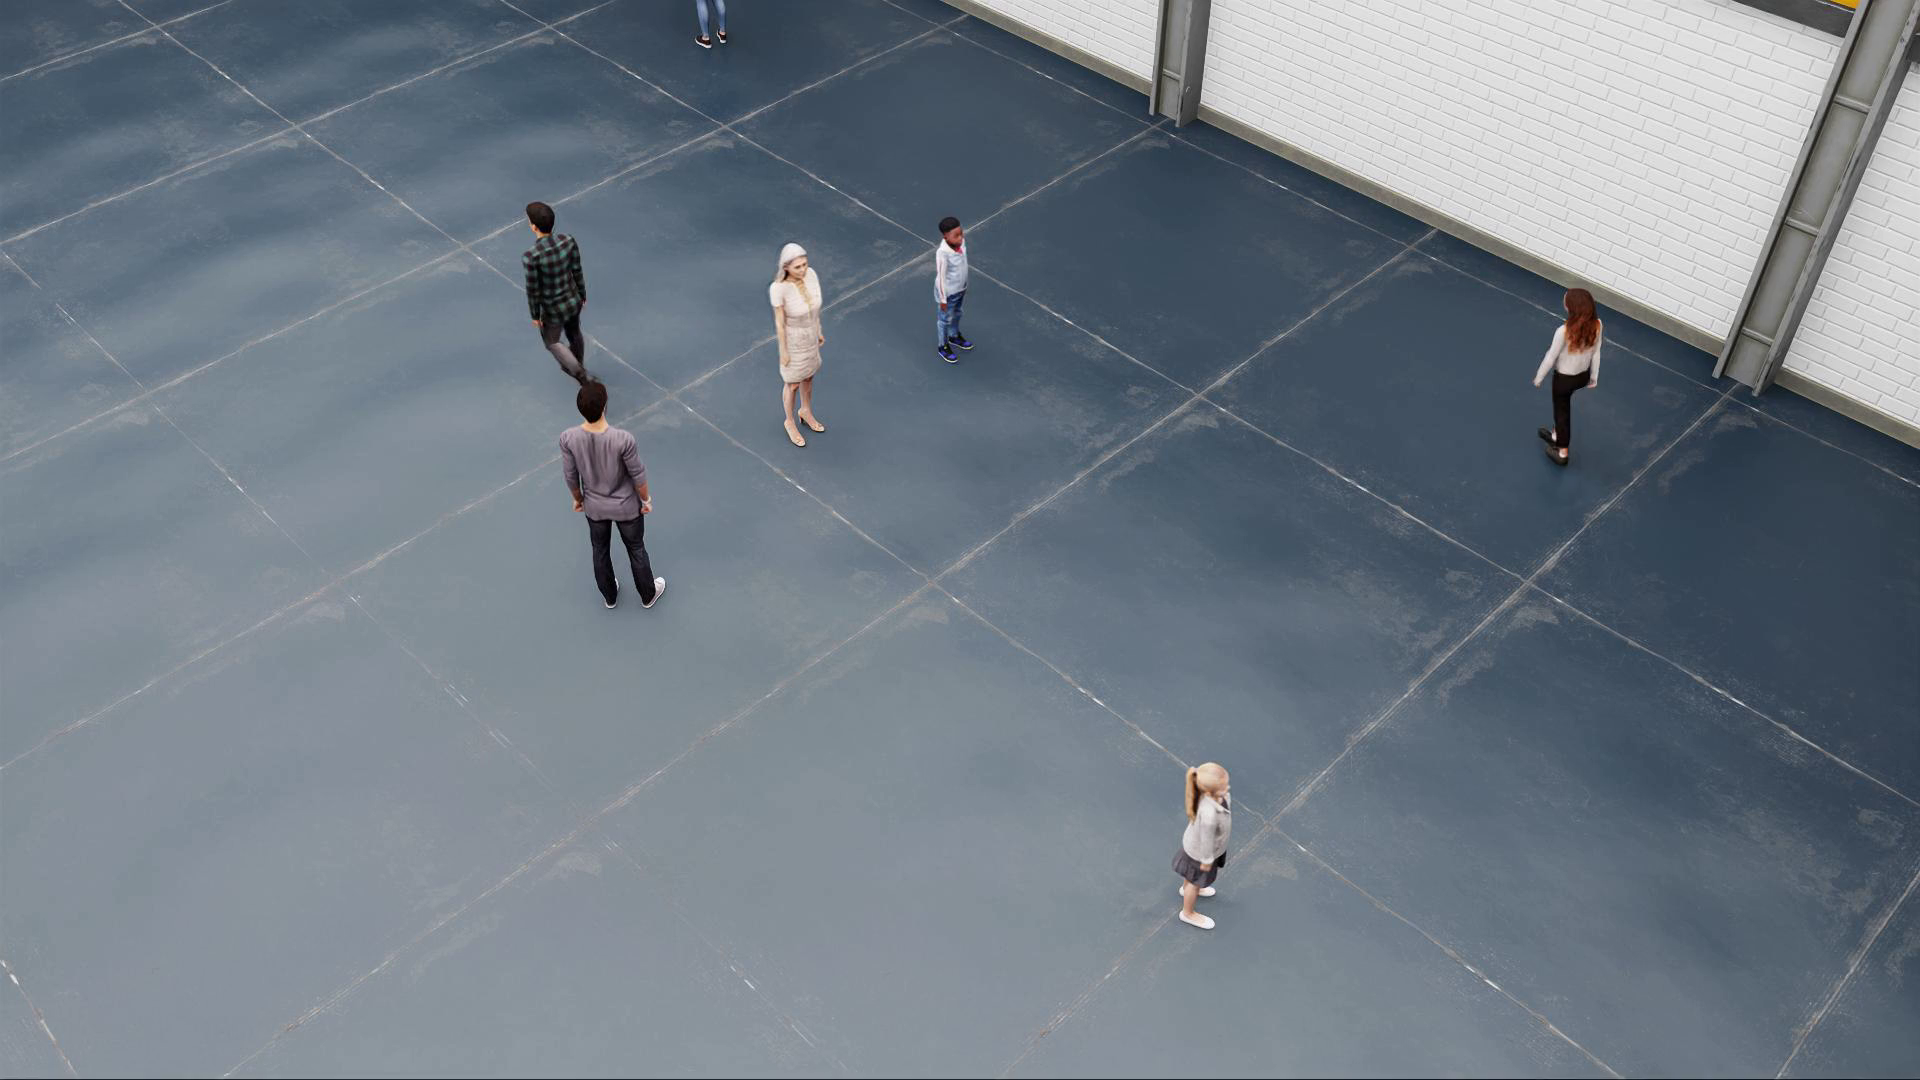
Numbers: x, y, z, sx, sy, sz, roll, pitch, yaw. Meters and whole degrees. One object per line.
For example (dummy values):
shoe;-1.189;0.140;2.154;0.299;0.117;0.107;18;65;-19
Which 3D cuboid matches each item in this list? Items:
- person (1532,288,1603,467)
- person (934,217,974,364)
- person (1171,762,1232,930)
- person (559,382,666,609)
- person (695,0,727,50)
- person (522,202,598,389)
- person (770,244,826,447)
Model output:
person;4.566;-1.170;12.323;0.671;1.449;0.736;-10;45;-10
person;-0.070;-2.048;13.382;0.528;1.260;0.509;26;50;25
person;1.382;1.703;9.434;0.651;1.275;0.603;7;44;7
person;-2.335;-0.274;11.092;0.715;1.851;0.791;2;44;2
person;-2.627;-5.905;17.124;0.677;1.684;0.633;-23;48;-22
person;-3.068;-1.836;12.927;0.842;1.700;0.690;33;53;30
person;-1.202;-1.471;12.432;0.567;1.735;0.612;30;51;28
